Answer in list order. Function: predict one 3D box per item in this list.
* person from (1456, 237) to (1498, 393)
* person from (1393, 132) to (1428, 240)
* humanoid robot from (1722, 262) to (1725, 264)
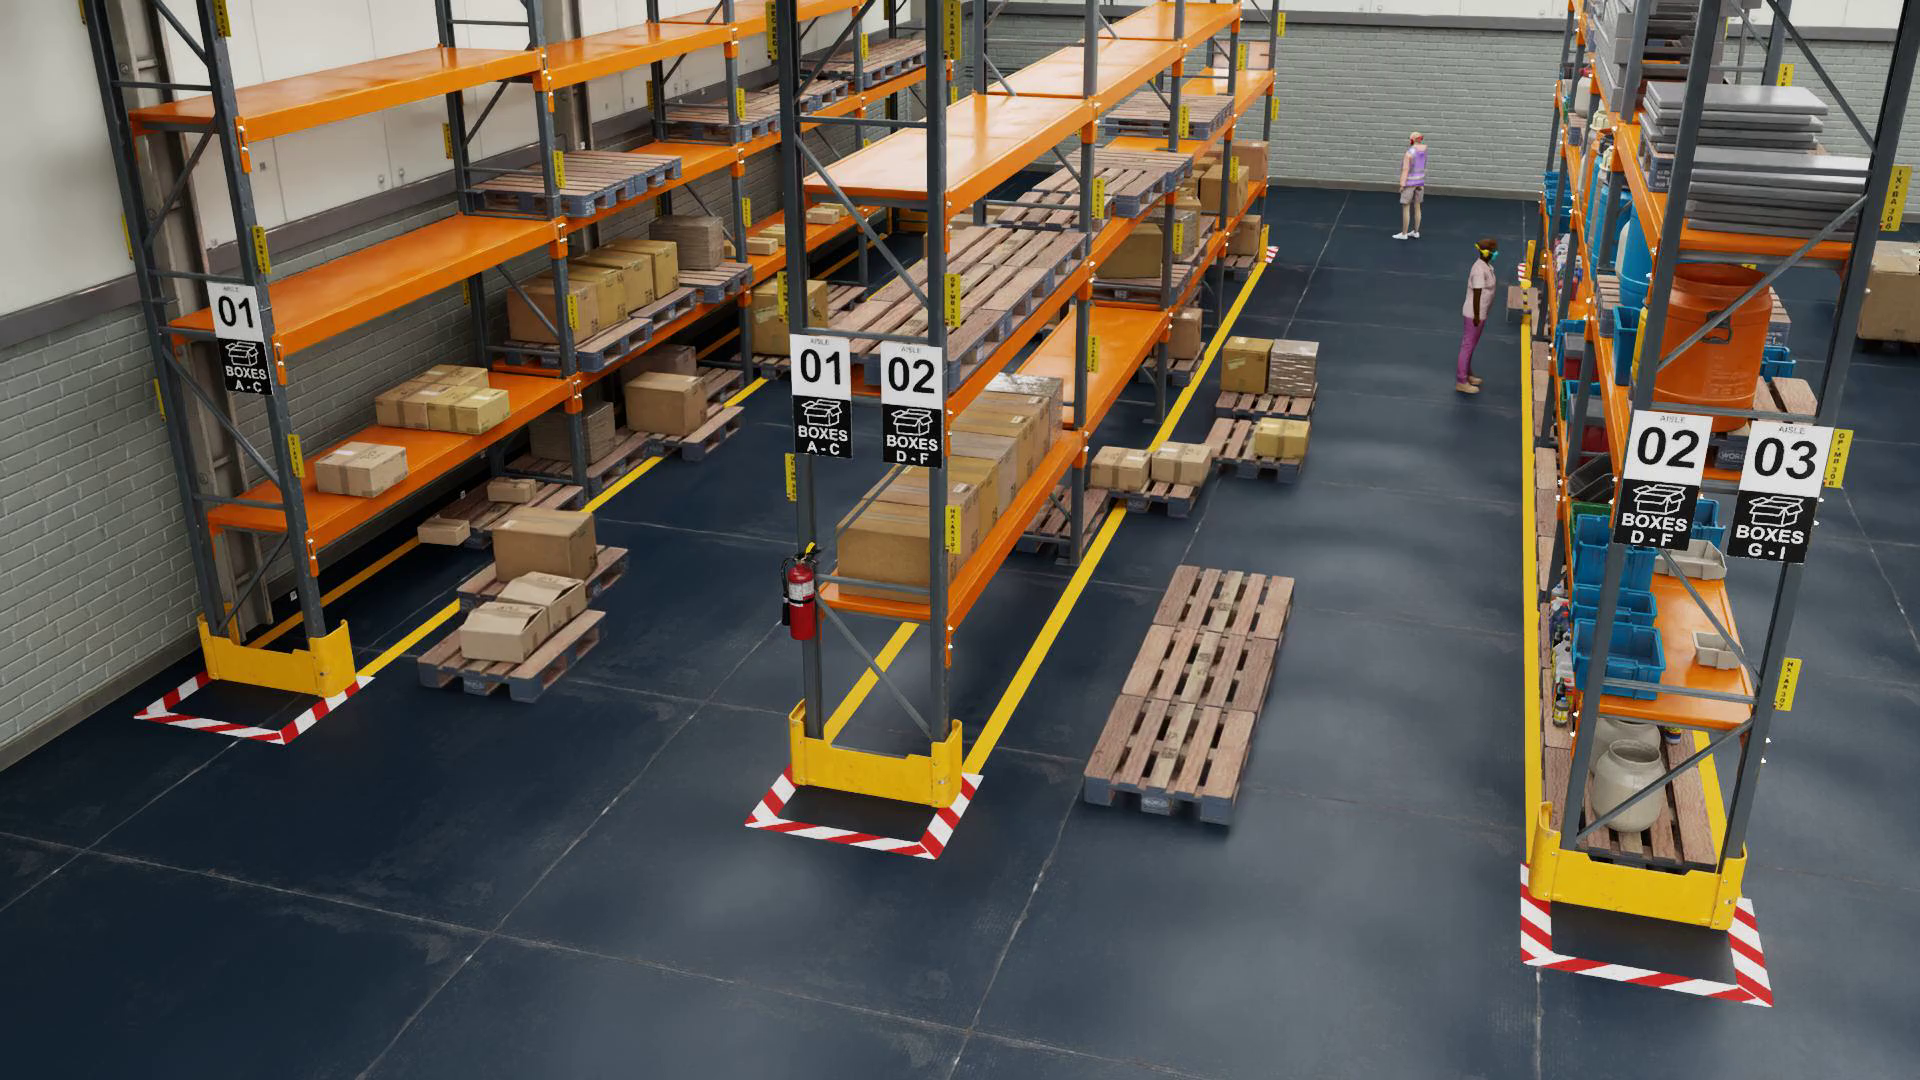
[{"bbox_3d":[6.014,-2.625,19.323,0.330,1.800,0.537,9,25,20],"label":"person"},{"bbox_3d":[7.185,-5.623,26.422,0.491,1.688,0.347,-14,27,-30],"label":"person"},{"bbox_3d":[11.325,-4.841,24.636,0.599,1.630,0.642,-20,30,-38],"label":"humanoid robot"}]
